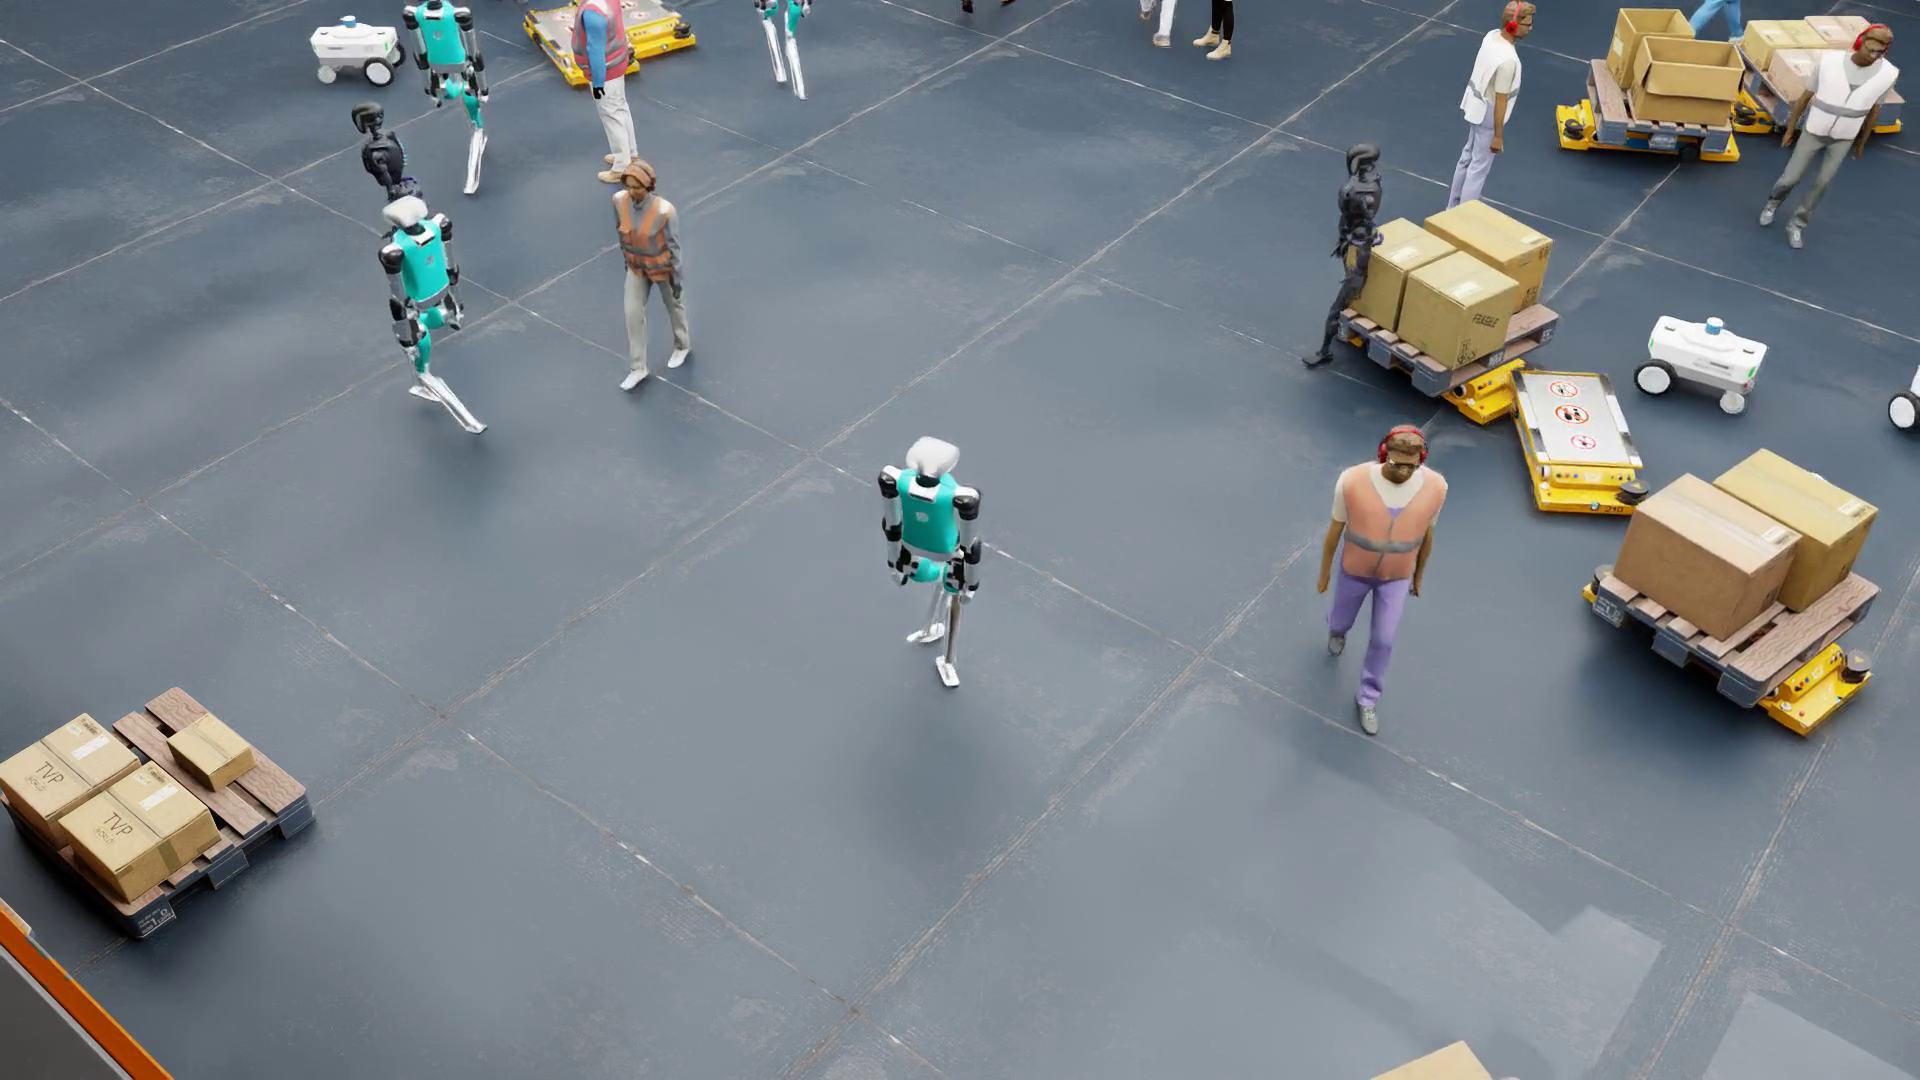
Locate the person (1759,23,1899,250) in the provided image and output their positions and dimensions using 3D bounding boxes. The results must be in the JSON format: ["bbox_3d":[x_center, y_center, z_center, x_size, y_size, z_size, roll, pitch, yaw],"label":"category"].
[{"bbox_3d":[6.514,-3.049,12.470,0.595,1.815,0.528,11,42,12],"label":"person"}]

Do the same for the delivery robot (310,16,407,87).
[{"bbox_3d":[-5.445,-4.443,15.097,0.796,0.612,0.499,0,40,0],"label":"delivery robot"}]

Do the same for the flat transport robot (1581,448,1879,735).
[{"bbox_3d":[4.356,0.505,9.483,0.659,0.231,1.431,-27,47,-28],"label":"flat transport robot"}]

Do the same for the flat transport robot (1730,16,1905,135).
[{"bbox_3d":[7.384,-3.785,14.530,1.431,0.231,0.659,0,40,0],"label":"flat transport robot"}]

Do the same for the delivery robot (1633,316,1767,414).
[{"bbox_3d":[5.045,-1.238,11.304,0.774,0.581,0.499,22,45,24],"label":"delivery robot"}]

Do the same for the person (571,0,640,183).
[{"bbox_3d":[-2.859,-3.772,13.314,0.431,1.835,0.628,0,40,0],"label":"person"}]

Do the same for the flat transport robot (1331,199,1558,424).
[{"bbox_3d":[3.345,-1.325,11.636,0.659,0.231,1.431,-24,46,-26],"label":"flat transport robot"}]

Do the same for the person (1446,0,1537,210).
[{"bbox_3d":[3.992,-3.192,12.619,0.375,1.839,0.566,1,40,1],"label":"person"}]

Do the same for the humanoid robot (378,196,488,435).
[{"bbox_3d":[-3.509,-1.454,10.660,1.027,1.737,0.555,23,45,25],"label":"humanoid robot"}]

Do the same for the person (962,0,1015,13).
[{"bbox_3d":[0.289,-5.882,15.875,0.535,1.734,0.735,16,43,18],"label":"person"}]

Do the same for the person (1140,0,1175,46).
[{"bbox_3d":[1.873,-5.589,15.445,0.617,1.830,1.008,2,40,2],"label":"person"}]

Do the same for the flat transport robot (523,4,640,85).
[{"bbox_3d":[-3.564,-4.668,15.570,0.659,0.231,1.431,-20,44,-22],"label":"flat transport robot"}]

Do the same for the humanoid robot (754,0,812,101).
[{"bbox_3d":[-1.565,-4.790,14.584,0.550,1.780,0.846,-9,41,-10],"label":"humanoid robot"}]

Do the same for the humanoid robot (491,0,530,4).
[{"bbox_3d":[-4.536,-5.988,16.052,0.599,1.650,0.423,-25,46,-27],"label":"humanoid robot"}]

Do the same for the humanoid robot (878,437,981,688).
[{"bbox_3d":[-0.075,0.039,8.899,0.600,1.774,0.862,14,42,16],"label":"humanoid robot"}]

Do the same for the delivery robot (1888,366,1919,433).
[{"bbox_3d":[6.550,-0.856,10.862,0.499,0.592,0.774,-12,42,-14],"label":"delivery robot"}]

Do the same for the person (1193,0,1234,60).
[{"bbox_3d":[2.382,-5.230,15.127,0.317,1.695,0.539,-10,41,-12],"label":"person"}]

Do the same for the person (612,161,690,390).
[{"bbox_3d":[-2.086,-1.755,11.095,0.534,1.605,0.757,15,43,17],"label":"person"}]

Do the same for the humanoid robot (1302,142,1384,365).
[{"bbox_3d":[2.664,-1.954,11.293,0.543,1.632,0.592,-3,40,-4],"label":"humanoid robot"}]

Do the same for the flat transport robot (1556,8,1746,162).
[{"bbox_3d":[5.869,-3.509,14.206,1.431,0.231,0.659,7,41,8],"label":"flat transport robot"}]

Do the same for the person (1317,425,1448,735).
[{"bbox_3d":[2.171,0.122,8.728,0.572,1.817,0.765,3,40,3],"label":"person"}]

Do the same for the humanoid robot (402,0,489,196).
[{"bbox_3d":[-3.992,-3.744,13.395,0.530,1.766,1.042,2,40,2],"label":"humanoid robot"}]

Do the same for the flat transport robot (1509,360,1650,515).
[{"bbox_3d":[4.006,-0.685,10.884,0.659,0.231,1.431,3,40,3],"label":"flat transport robot"}]

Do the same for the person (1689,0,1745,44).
[{"bbox_3d":[7.126,-5.275,15.193,0.831,1.680,0.528,1,40,1],"label":"person"}]

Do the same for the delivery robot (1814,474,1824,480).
[{"bbox_3d":[4.897,-0.146,10.026,0.793,0.590,0.499,-9,41,-10],"label":"delivery robot"}]

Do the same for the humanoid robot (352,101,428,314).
[{"bbox_3d":[-3.903,-2.321,11.723,0.412,1.635,0.600,-9,41,-10],"label":"humanoid robot"}]

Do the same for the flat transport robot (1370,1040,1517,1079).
[{"bbox_3d":[1.972,2.927,6.635,0.659,0.231,1.431,-16,43,-18],"label":"flat transport robot"}]

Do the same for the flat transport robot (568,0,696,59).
[{"bbox_3d":[-3.165,-5.009,15.970,0.659,0.231,1.431,-24,46,-26],"label":"flat transport robot"}]
